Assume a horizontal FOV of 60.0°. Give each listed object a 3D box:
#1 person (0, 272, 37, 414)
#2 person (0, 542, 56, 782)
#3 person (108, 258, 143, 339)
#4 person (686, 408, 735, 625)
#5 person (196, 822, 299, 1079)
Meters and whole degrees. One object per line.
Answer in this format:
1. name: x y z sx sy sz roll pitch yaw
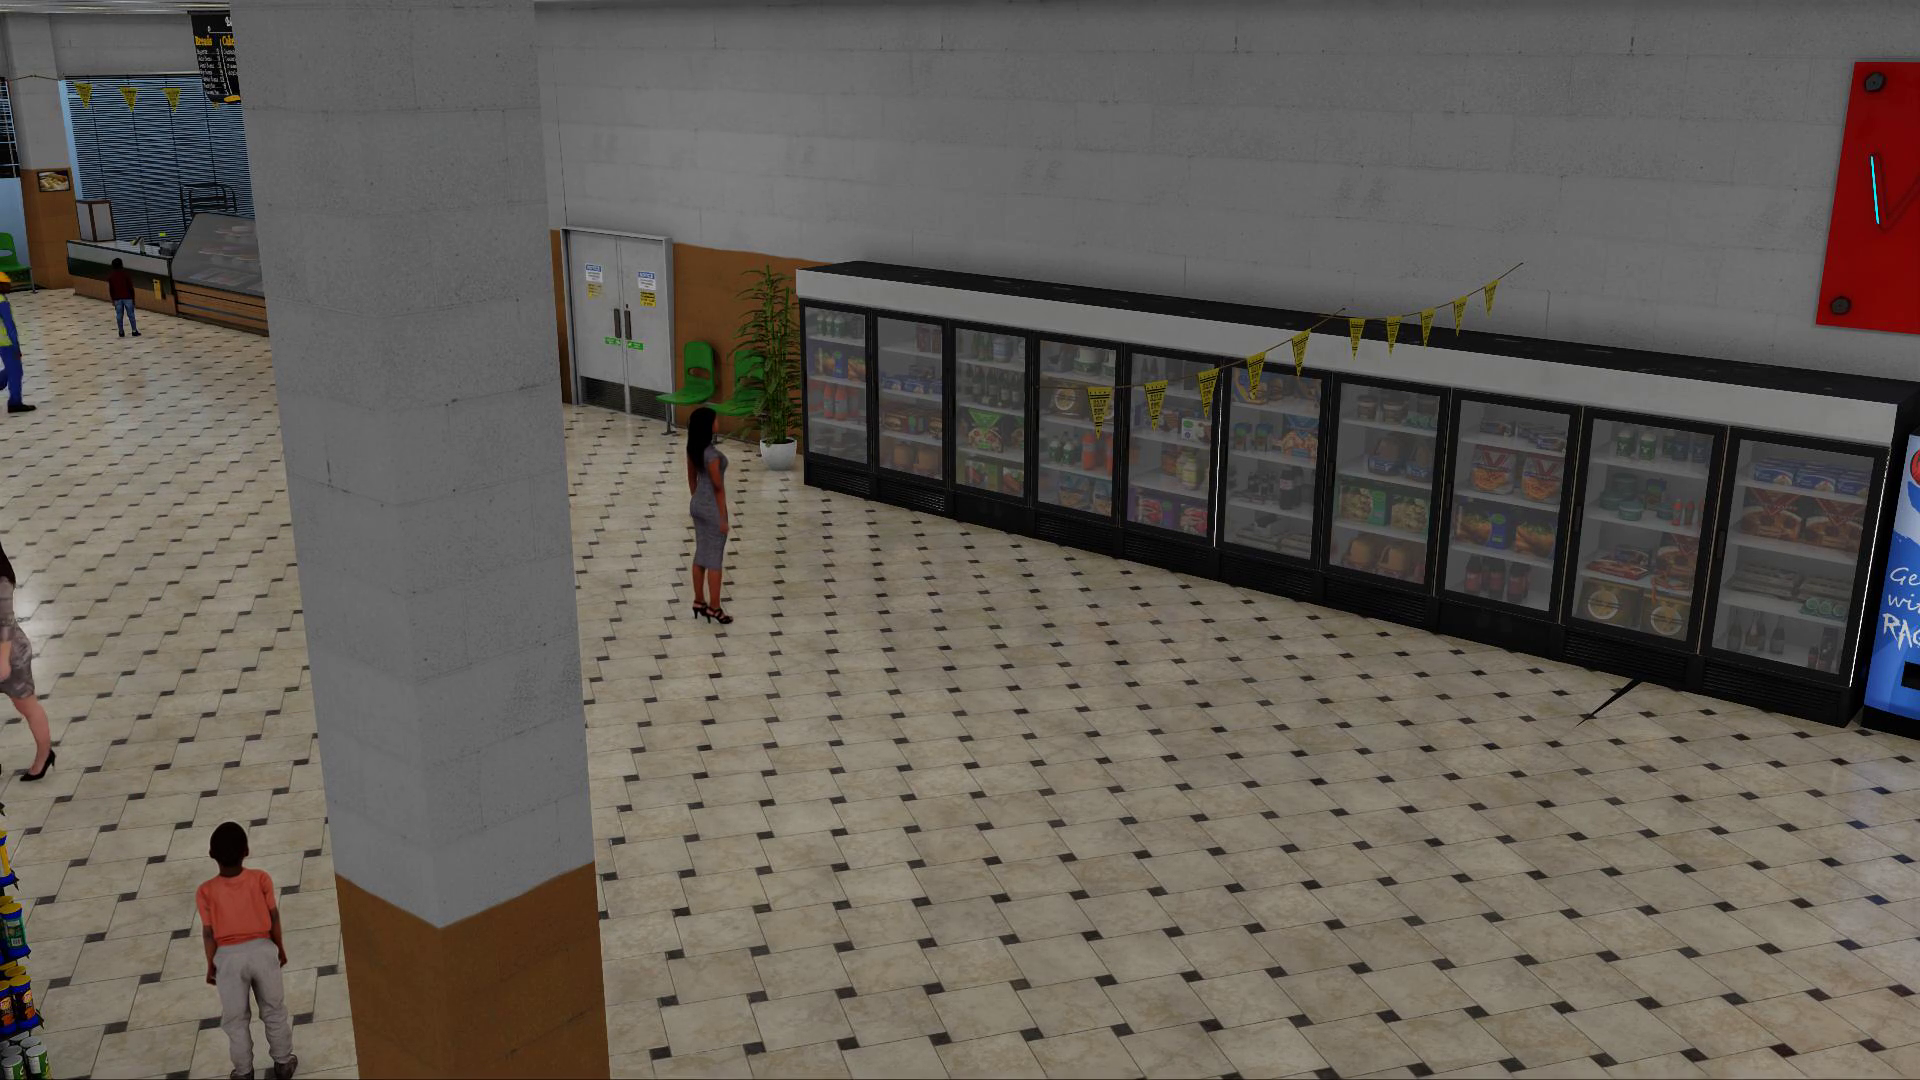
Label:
1. person: -12.049 -2.447 20.844 0.722 1.788 0.869 16 23 42
2. person: -5.956 0.718 10.525 0.618 1.728 0.753 13 21 37
3. person: -13.254 -3.834 26.328 0.566 1.256 0.645 -4 17 -14
4. person: -2.040 -0.197 13.443 0.580 1.781 0.623 -14 22 -38
5. person: -3.204 1.866 7.460 0.517 1.310 0.619 -8 19 -25
